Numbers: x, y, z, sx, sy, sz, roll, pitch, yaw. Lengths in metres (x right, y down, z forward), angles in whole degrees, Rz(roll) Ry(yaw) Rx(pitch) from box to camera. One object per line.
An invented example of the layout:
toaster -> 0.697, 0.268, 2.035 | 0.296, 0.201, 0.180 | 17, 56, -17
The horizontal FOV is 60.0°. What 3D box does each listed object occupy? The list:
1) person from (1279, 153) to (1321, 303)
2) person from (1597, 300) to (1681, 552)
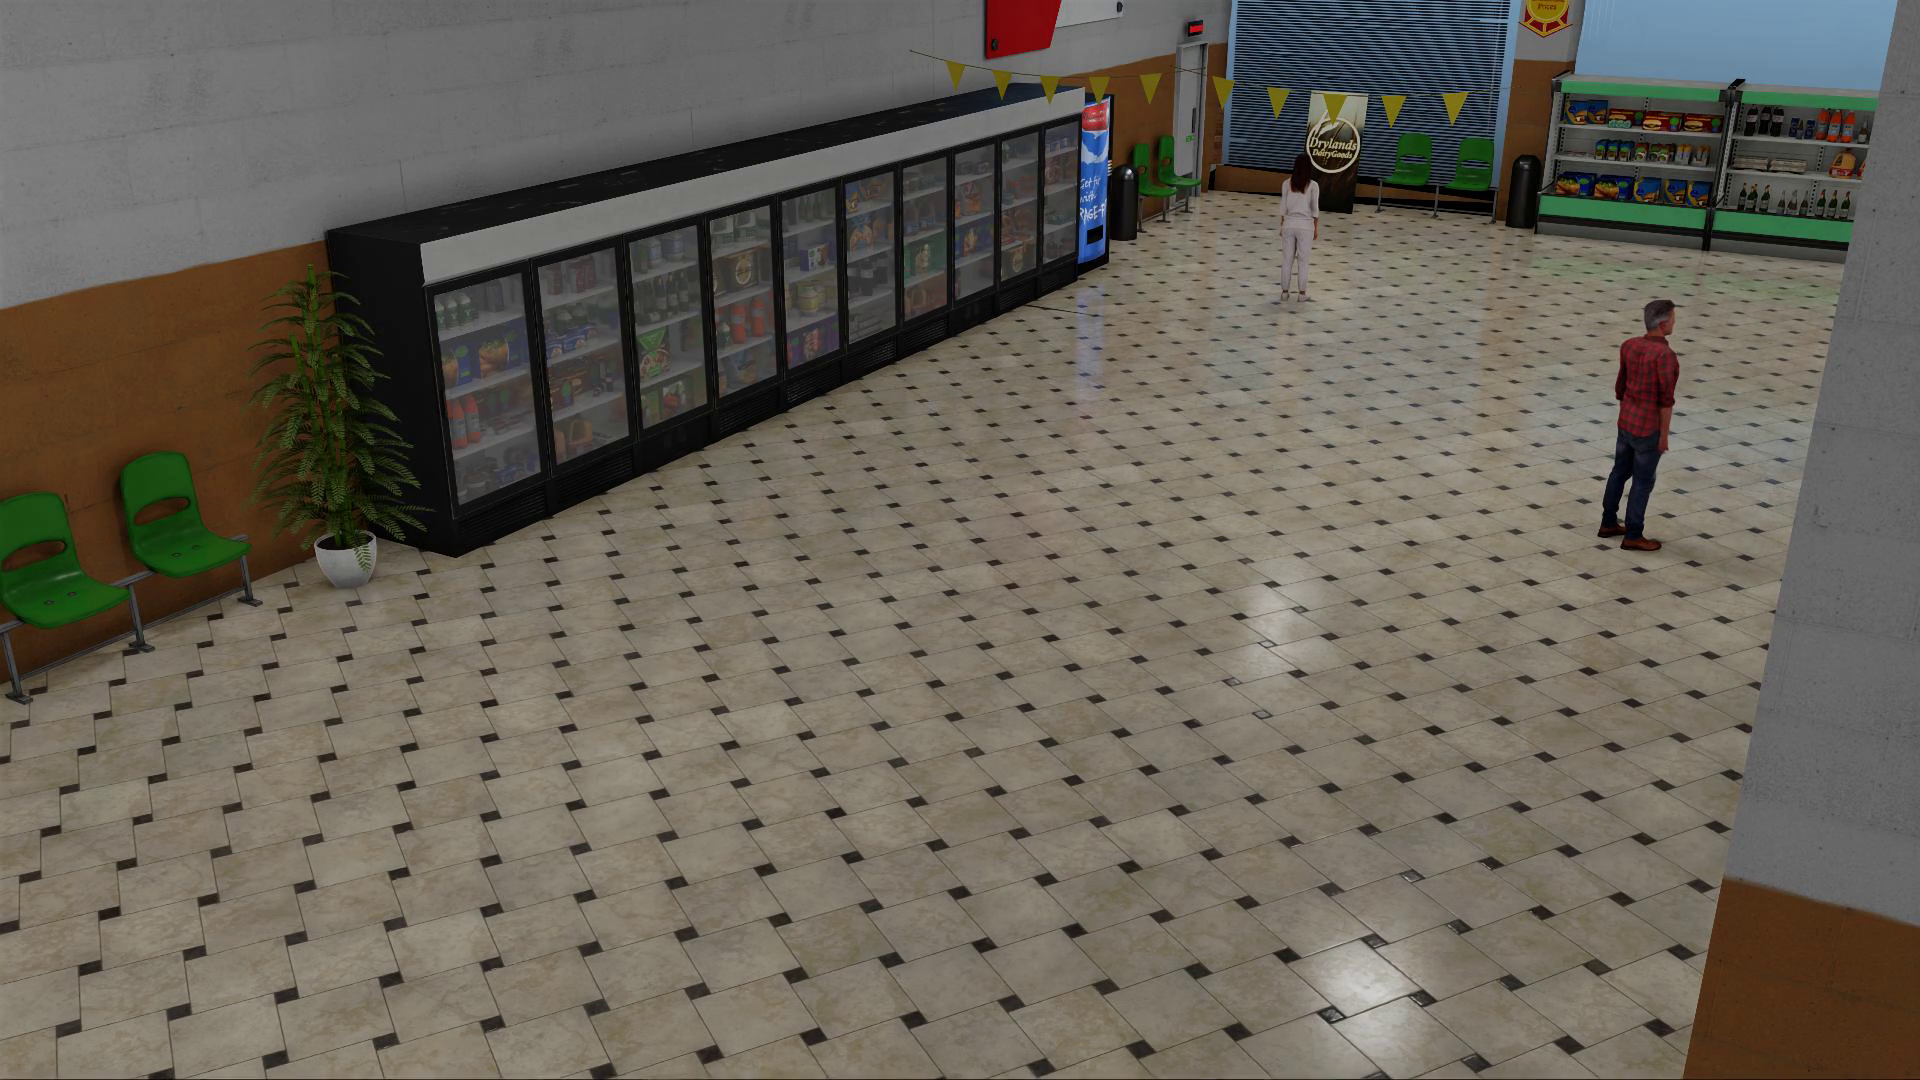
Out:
person -> 3.882, -3.585, 19.074 | 0.506, 1.688, 0.689 | 9, 23, 21
person -> 4.946, -0.846, 12.066 | 0.808, 1.831, 0.742 | -6, 23, -15
